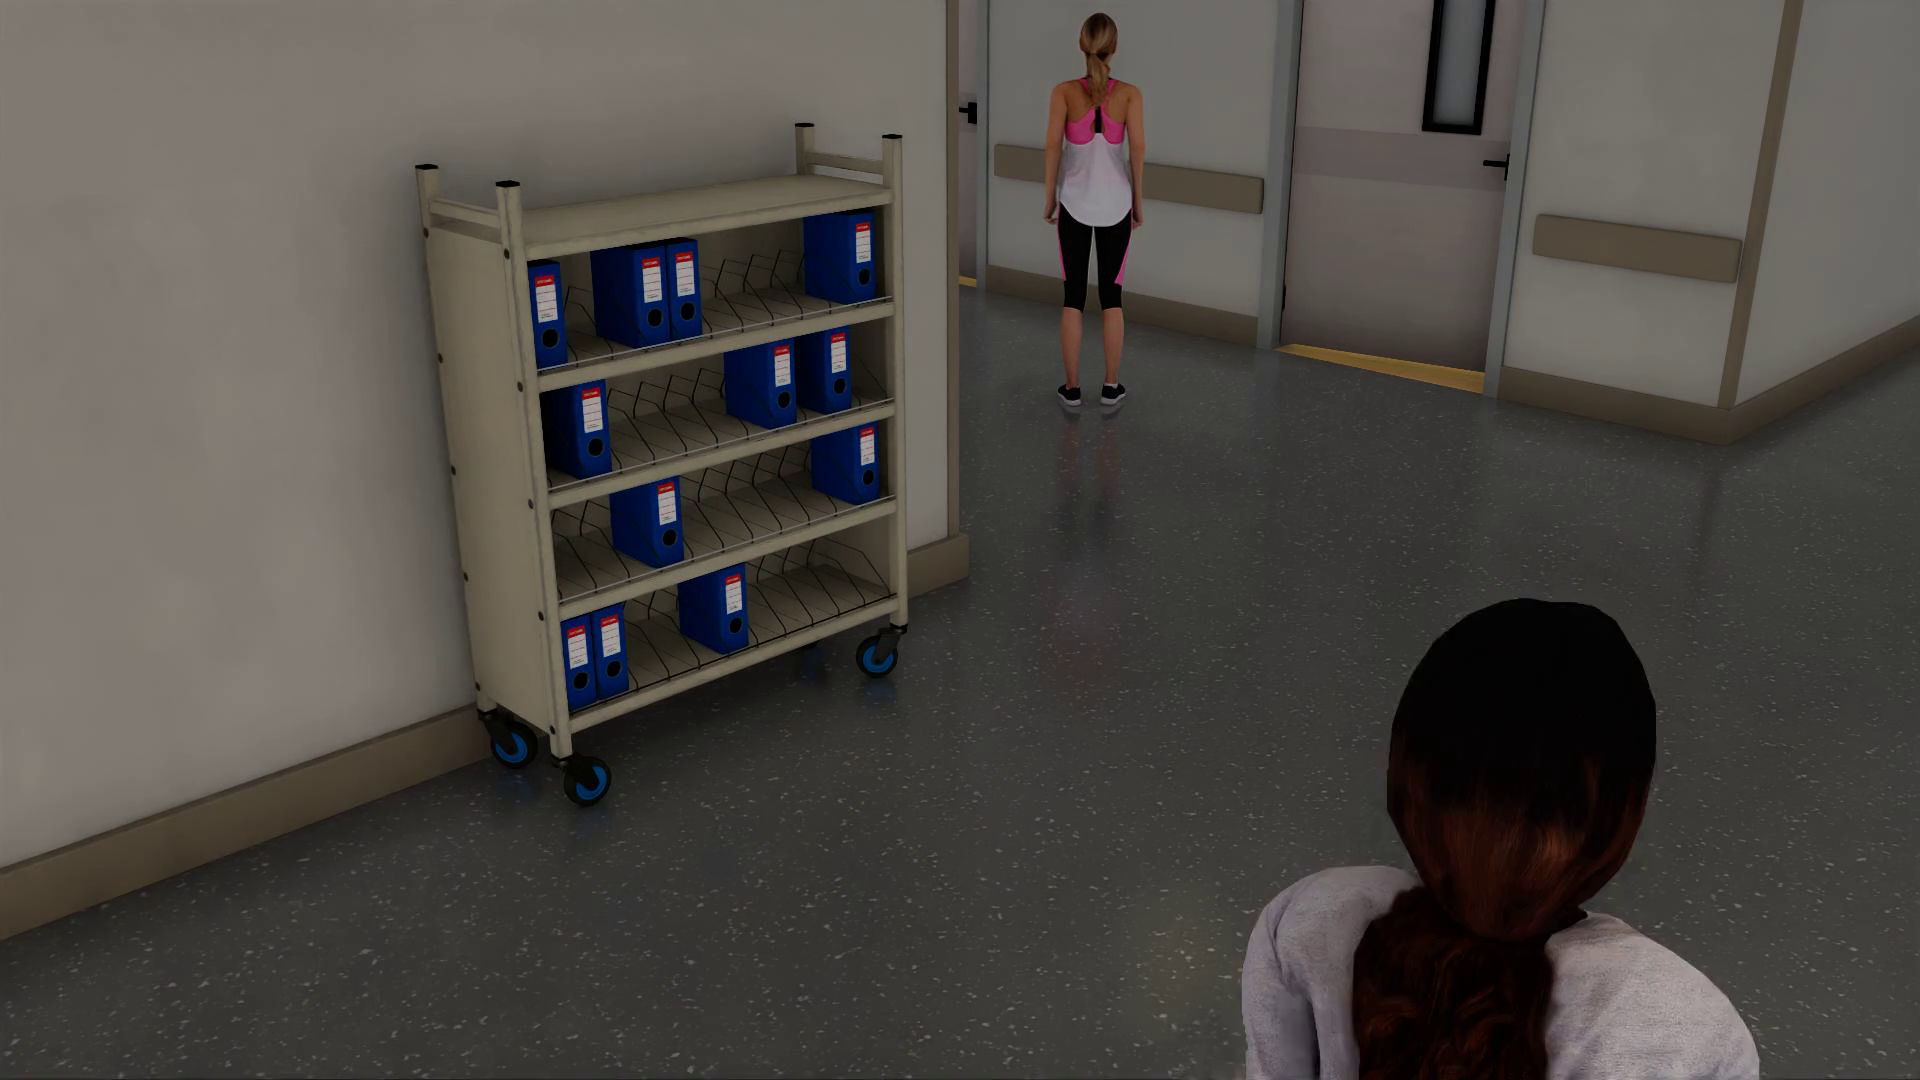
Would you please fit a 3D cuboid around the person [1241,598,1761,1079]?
[{"bbox_3d":[0.419,0.892,1.516,0.817,1.685,1.186,11,24,28],"label":"person"}]

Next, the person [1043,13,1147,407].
[{"bbox_3d":[0.621,-1.514,7.724,0.683,1.787,0.733,1,21,2],"label":"person"}]
